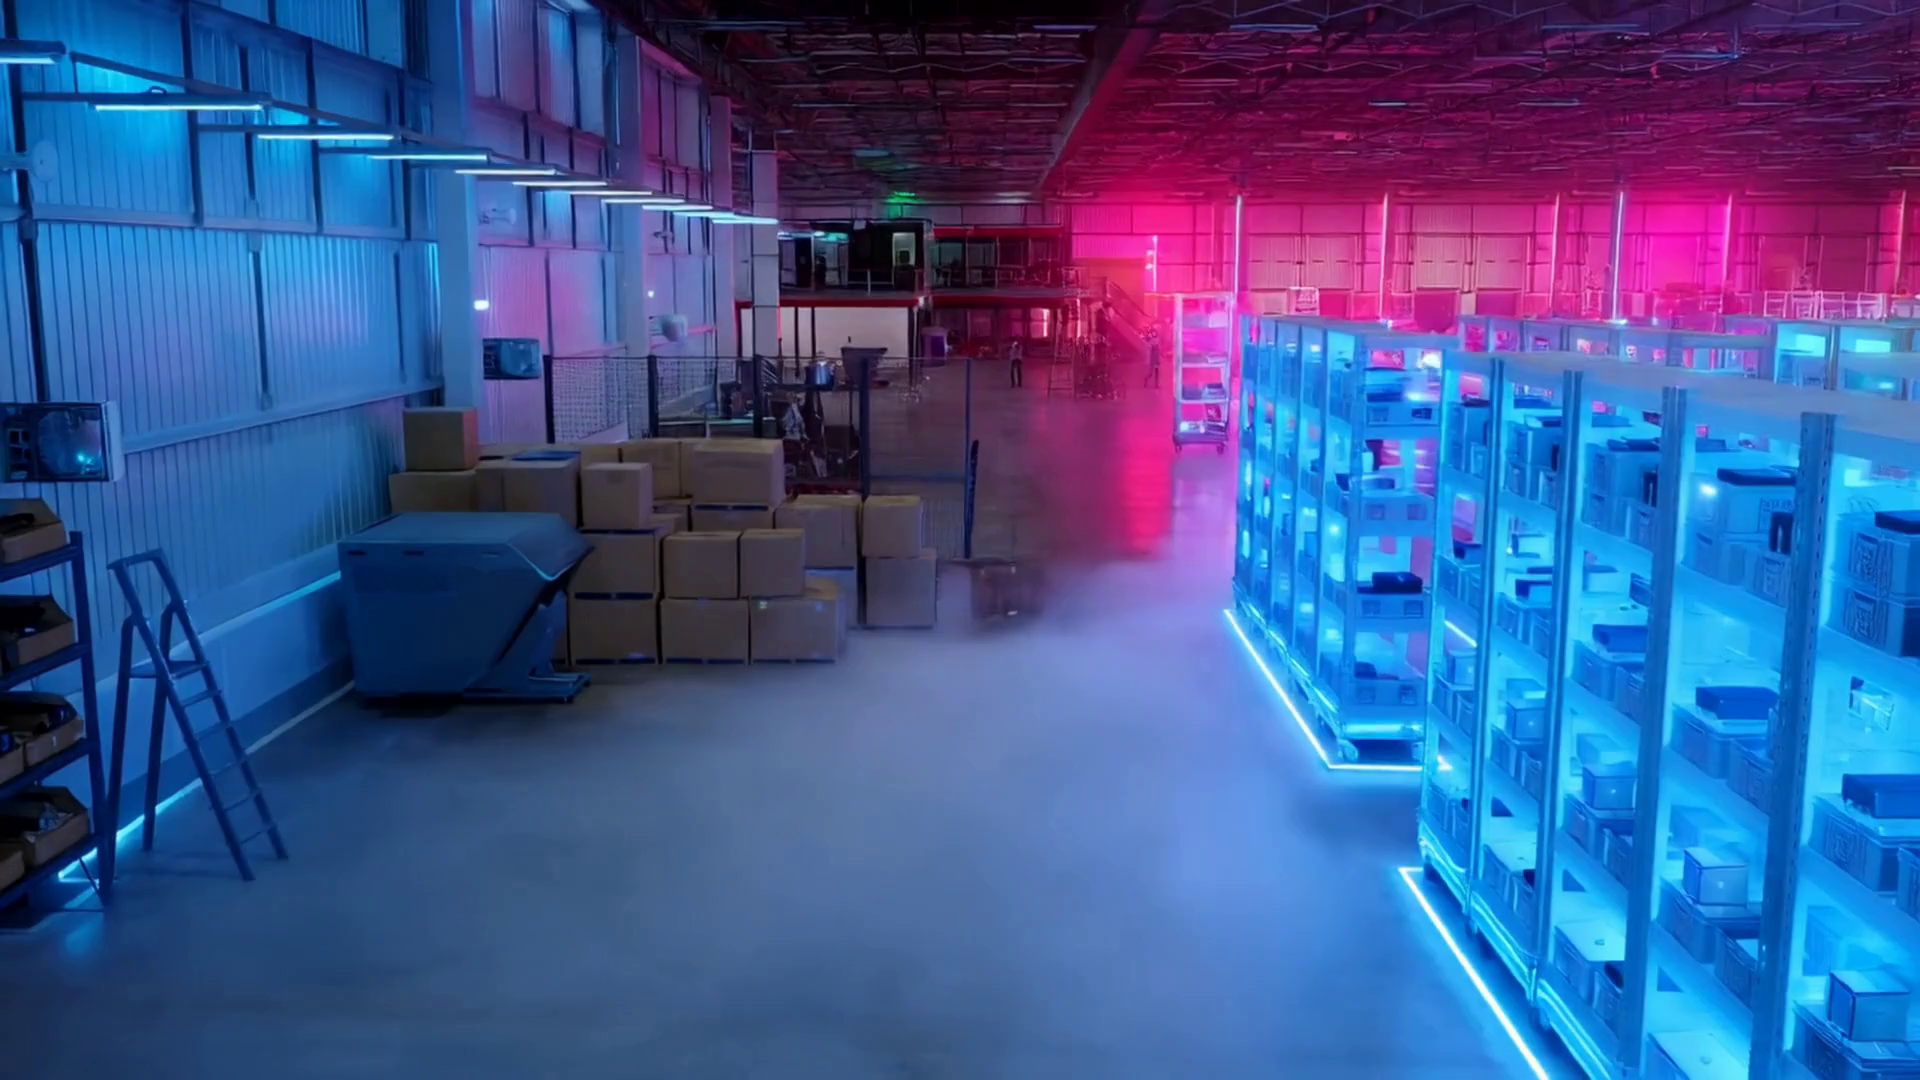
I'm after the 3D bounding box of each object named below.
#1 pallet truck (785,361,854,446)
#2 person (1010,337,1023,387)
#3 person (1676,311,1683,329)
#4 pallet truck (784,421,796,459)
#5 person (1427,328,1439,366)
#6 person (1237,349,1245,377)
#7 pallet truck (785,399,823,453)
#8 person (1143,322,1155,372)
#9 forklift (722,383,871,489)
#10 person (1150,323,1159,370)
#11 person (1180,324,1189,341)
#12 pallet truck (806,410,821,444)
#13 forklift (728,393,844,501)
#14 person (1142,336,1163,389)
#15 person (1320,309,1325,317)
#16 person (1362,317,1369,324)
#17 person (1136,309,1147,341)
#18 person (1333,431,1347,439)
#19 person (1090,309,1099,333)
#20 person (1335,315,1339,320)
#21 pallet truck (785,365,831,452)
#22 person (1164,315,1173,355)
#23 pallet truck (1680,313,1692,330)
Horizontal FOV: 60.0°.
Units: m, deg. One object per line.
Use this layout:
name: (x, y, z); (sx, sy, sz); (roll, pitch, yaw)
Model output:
pallet truck: (-3.410, -3.193, 38.978); (1.885, 1.965, 0.823); (0, 9, -1)
person: (1.975, -6.273, 58.687); (0.533, 1.767, 0.327); (-6, 11, -32)
person: (38.991, -11.451, 90.065); (0.612, 1.955, 0.986); (-7, 11, -36)
pallet truck: (-4.013, -1.793, 32.705); (1.601, 1.201, 0.680); (0, 9, 1)
person: (17.953, -7.094, 63.265); (0.511, 1.925, 0.543); (7, 12, 38)
person: (8.292, -4.783, 49.268); (0.782, 1.852, 0.516); (3, 10, 20)
pallet truck: (-3.814, -2.432, 36.419); (1.630, 1.274, 0.653); (0, 9, 1)
person: (7.699, -7.848, 67.557); (0.538, 2.000, 0.700); (2, 9, 13)
forklift: (-2.893, -1.687, 28.729); (2.680, 1.987, 1.157); (0, 9, -1)
person: (8.079, -8.035, 69.058); (0.375, 1.929, 0.585); (7, 12, 39)
person: (13.006, -12.459, 96.521); (0.601, 1.880, 0.974); (4, 10, 26)
pallet truck: (-3.559, -2.018, 33.905); (1.522, 1.261, 0.704); (0, 9, -1)
forklift: (-2.979, -1.316, 26.476); (2.680, 1.987, 1.157); (0, 9, 1)
person: (6.683, -6.126, 57.494); (0.648, 1.869, 0.588); (1, 9, 4)
person: (20.919, -12.334, 95.647); (0.945, 1.892, 0.561); (2, 9, 14)
person: (18.254, -9.022, 74.860); (0.448, 2.020, 0.631); (-3, 10, -17)
person: (9.891, -11.580, 90.716); (0.623, 1.993, 0.384); (1, 9, 4)
person: (5.144, -0.543, 22.627); (0.622, 1.996, 0.371); (6, 11, 34)
person: (7.572, -12.106, 94.184); (0.610, 1.923, 0.807); (-4, 10, -23)
person: (20.685, -11.507, 91.307); (0.552, 1.661, 0.841); (-1, 9, -8)
pallet truck: (-3.774, -2.976, 37.635); (1.885, 1.965, 0.823); (1, 9, 5)
person: (10.100, -9.911, 80.611); (0.375, 1.936, 0.627); (6, 11, 33)
pallet truck: (36.315, -10.531, 84.244); (0.823, 1.965, 1.885); (-6, 11, -33)
